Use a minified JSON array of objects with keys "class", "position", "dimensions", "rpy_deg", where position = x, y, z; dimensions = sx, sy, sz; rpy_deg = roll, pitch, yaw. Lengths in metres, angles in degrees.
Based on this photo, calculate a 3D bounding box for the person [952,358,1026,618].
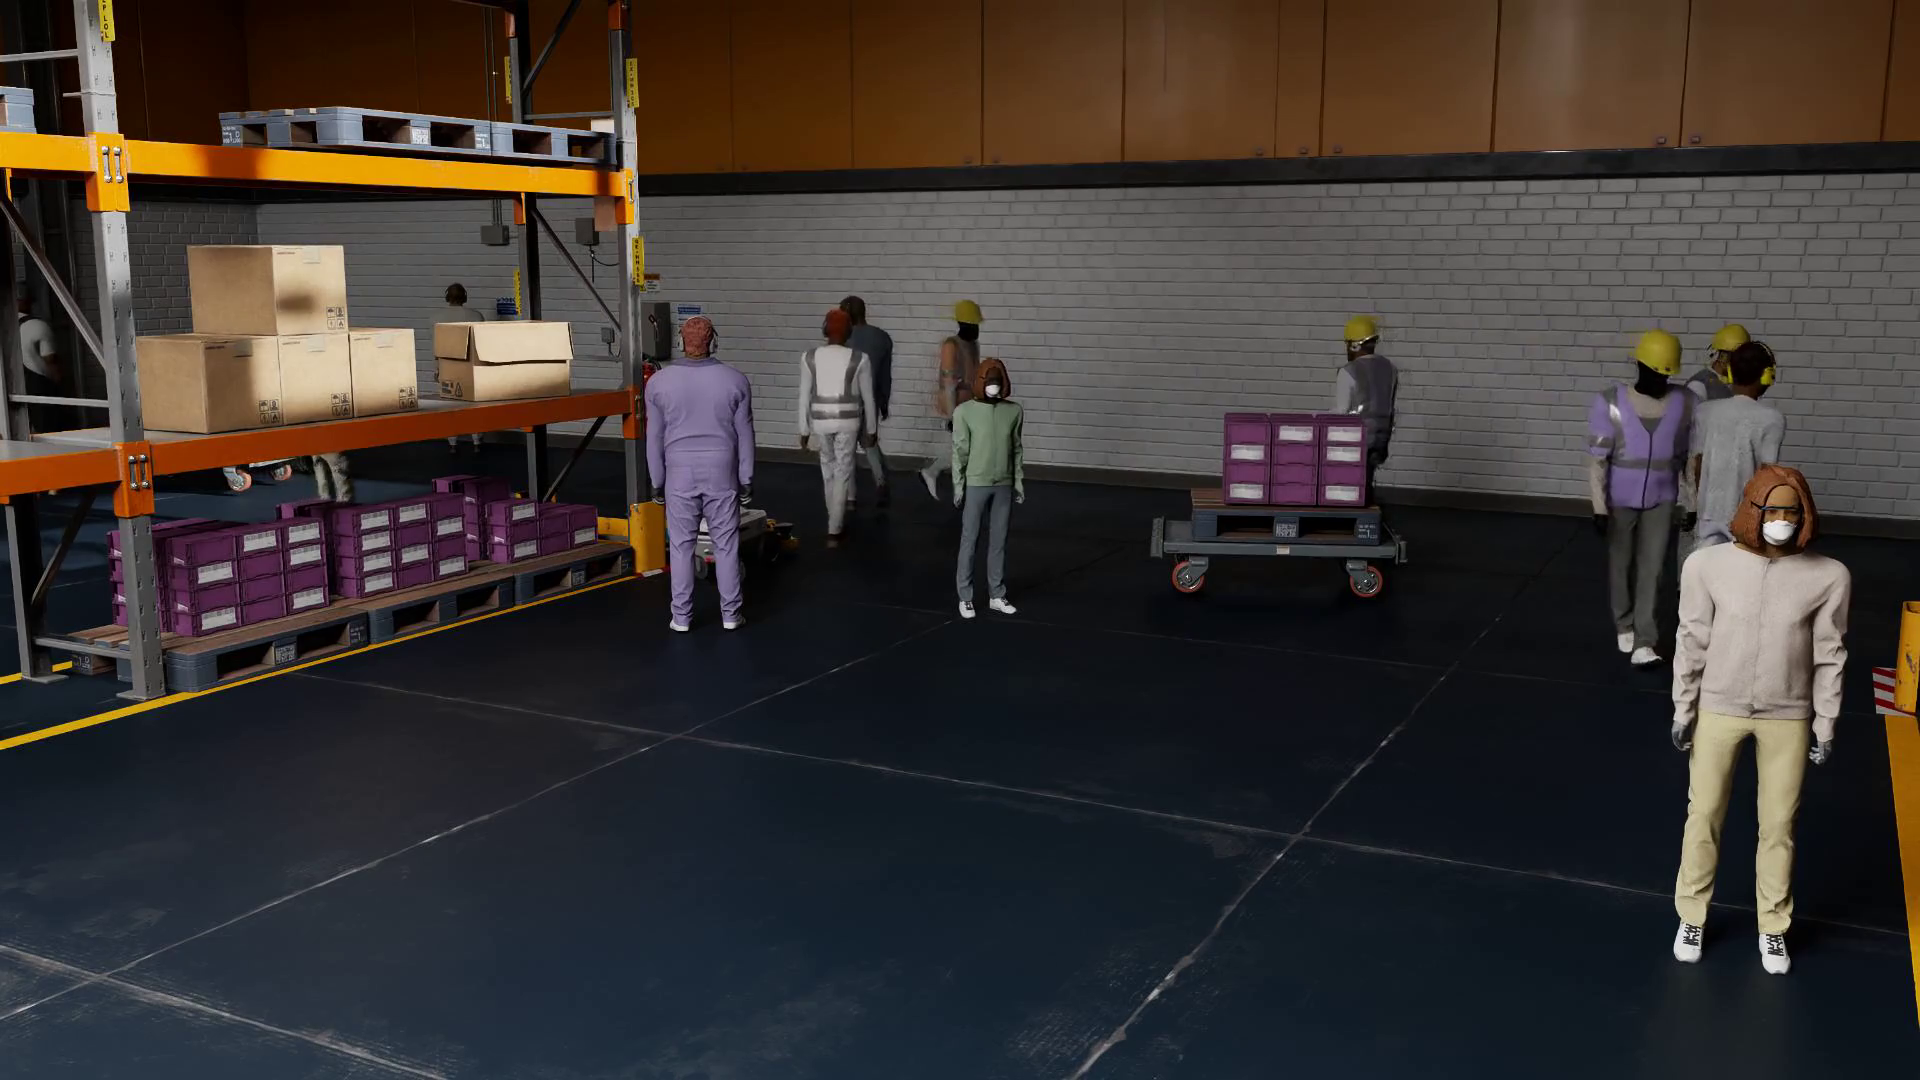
[{"class":"person","position":[0.183,-0.327,10.448],"dimensions":[0.506,1.631,0.277],"rpy_deg":[-5,11,-27]}]

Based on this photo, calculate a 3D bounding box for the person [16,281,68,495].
[{"class":"person","position":[-8.786,-1.441,15.715],"dimensions":[0.694,2.000,0.538],"rpy_deg":[2,10,11]}]

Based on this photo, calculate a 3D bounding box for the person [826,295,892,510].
[{"class":"person","position":[-0.916,-1.204,14.709],"dimensions":[0.655,1.915,0.474],"rpy_deg":[-6,12,-32]}]

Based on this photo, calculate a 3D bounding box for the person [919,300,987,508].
[{"class":"person","position":[-0.062,-1.199,14.800],"dimensions":[0.756,1.875,0.655],"rpy_deg":[6,11,30]}]

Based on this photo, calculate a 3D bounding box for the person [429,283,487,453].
[{"class":"person","position":[-5.715,-1.961,19.021],"dimensions":[0.627,1.941,0.370],"rpy_deg":[-2,10,-11]}]

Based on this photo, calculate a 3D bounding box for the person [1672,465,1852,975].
[{"class":"person","position":[2.527,0.568,5.292],"dimensions":[0.496,1.629,0.277],"rpy_deg":[4,10,20]}]

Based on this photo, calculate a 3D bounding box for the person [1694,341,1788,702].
[{"class":"person","position":[4.021,-0.095,8.553],"dimensions":[0.866,1.831,0.508],"rpy_deg":[-8,13,-39]}]

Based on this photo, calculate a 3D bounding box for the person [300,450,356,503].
[{"class":"person","position":[-4.471,-0.640,11.636],"dimensions":[0.535,1.850,0.633],"rpy_deg":[6,11,31]}]

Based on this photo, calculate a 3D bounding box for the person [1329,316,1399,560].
[{"class":"person","position":[2.945,-0.735,12.265],"dimensions":[0.604,1.817,0.404],"rpy_deg":[-8,12,-38]}]

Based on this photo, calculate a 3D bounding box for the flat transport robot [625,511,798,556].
[{"class":"flat transport robot","position":[-1.966,-0.078,12.946],"dimensions":[1.431,0.197,0.652],"rpy_deg":[10,14,44]}]

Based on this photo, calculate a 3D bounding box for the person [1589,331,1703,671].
[{"class":"person","position":[3.783,-0.221,9.189],"dimensions":[0.600,1.852,0.973],"rpy_deg":[3,10,15]}]

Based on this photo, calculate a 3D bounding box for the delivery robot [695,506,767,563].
[{"class":"delivery robot","position":[-1.652,-0.071,11.812],"dimensions":[0.477,0.478,0.707],"rpy_deg":[3,10,18]}]

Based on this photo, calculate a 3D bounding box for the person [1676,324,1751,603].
[{"class":"person","position":[4.901,-0.478,10.759],"dimensions":[0.590,1.827,0.404],"rpy_deg":[-7,12,-33]}]

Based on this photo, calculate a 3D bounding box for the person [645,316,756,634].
[{"class":"person","position":[-1.548,-0.383,9.982],"dimensions":[0.650,1.907,0.409],"rpy_deg":[-2,10,-9]}]

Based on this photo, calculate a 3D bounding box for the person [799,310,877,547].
[{"class":"person","position":[-0.949,-0.894,13.151],"dimensions":[0.581,1.832,0.963],"rpy_deg":[3,10,15]}]
